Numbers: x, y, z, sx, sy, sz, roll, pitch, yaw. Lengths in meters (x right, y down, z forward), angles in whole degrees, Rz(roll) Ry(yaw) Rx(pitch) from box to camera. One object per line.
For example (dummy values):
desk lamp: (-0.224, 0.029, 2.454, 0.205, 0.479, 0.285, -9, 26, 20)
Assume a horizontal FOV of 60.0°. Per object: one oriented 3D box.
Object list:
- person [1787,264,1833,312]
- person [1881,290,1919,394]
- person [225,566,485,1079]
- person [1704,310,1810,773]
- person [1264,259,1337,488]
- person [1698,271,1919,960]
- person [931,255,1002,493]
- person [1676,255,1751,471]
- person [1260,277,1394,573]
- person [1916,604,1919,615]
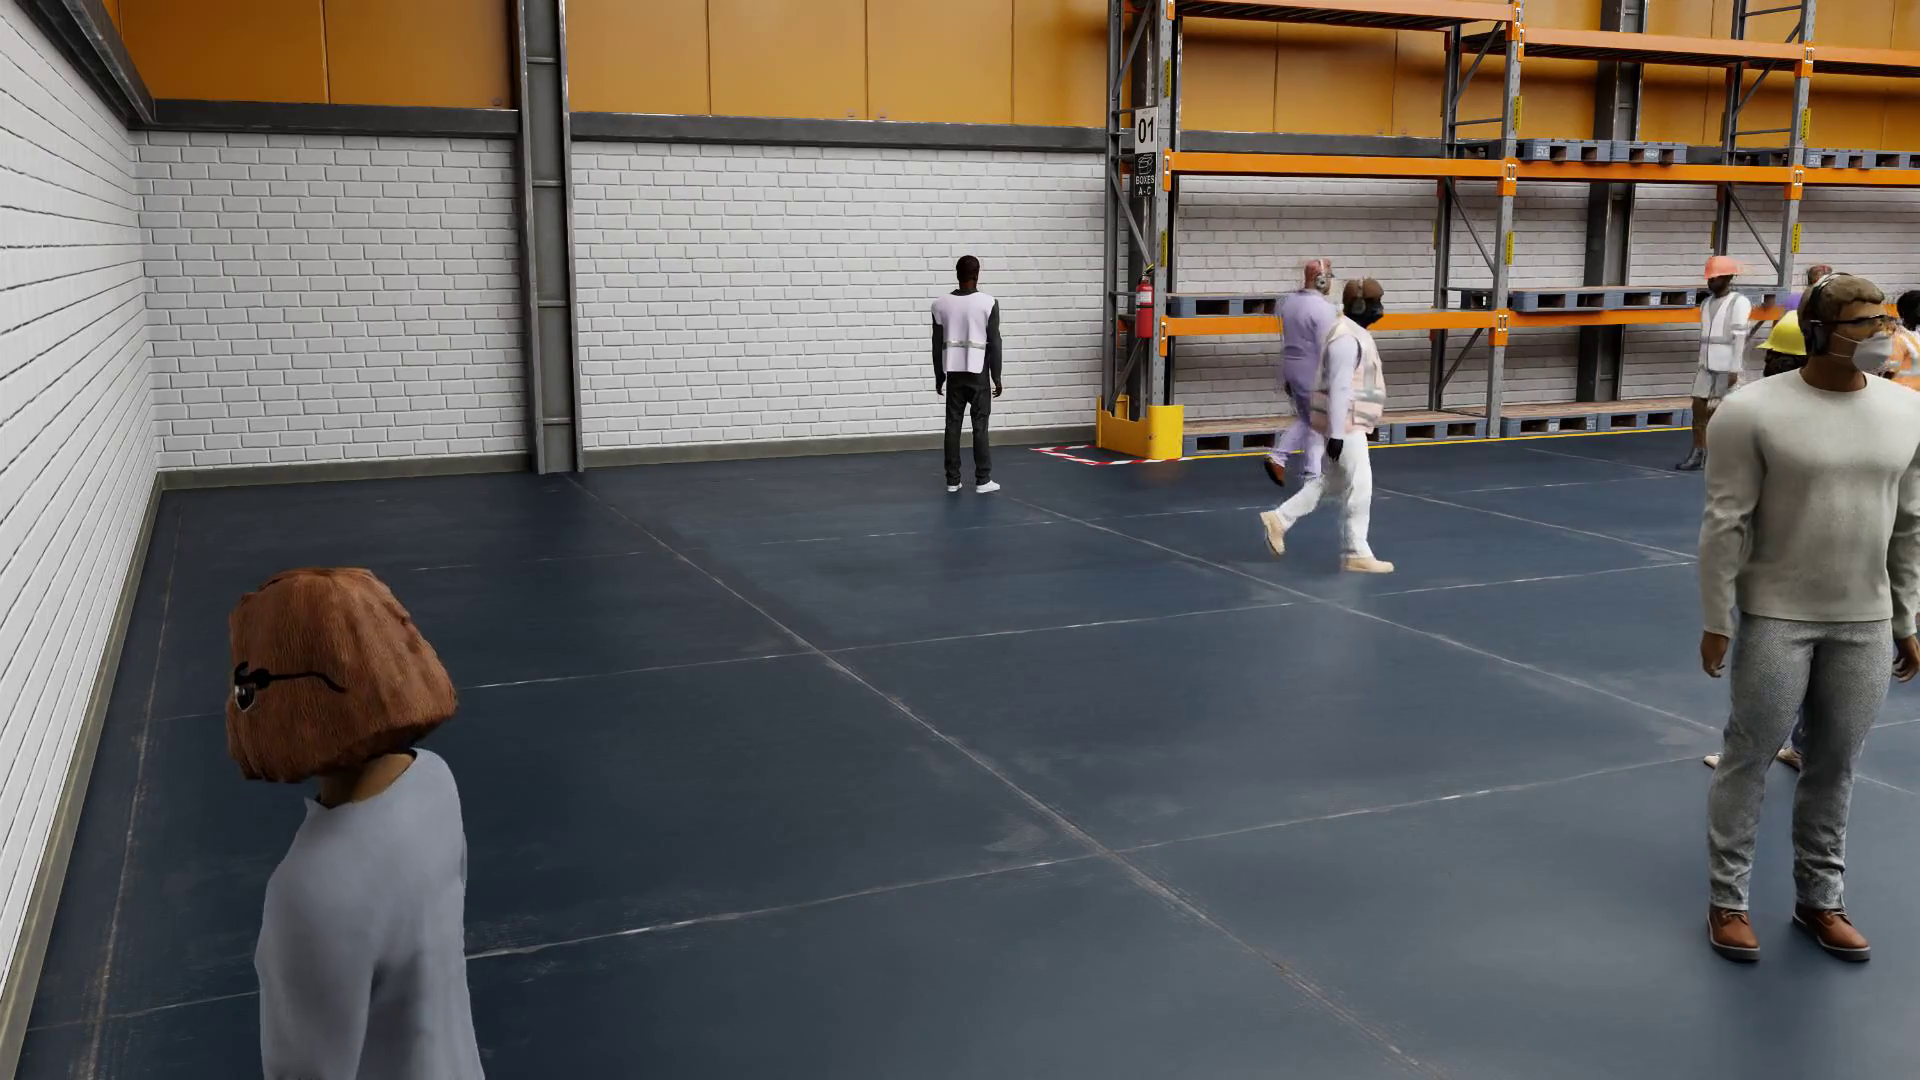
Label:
person: (8.346, -1.806, 16.382, 0.936, 1.809, 0.581, -3, 11, -17)
person: (7.354, -1.126, 13.017, 0.860, 1.656, 0.534, 10, 14, 44)
person: (-0.748, 0.837, 2.148, 0.271, 1.627, 0.500, 0, 10, -1)
person: (3.097, 0.030, 6.252, 0.525, 1.772, 0.301, -2, 10, -13)
person: (2.774, -1.289, 13.257, 0.492, 1.887, 0.662, -3, 11, -18)
person: (2.394, 0.226, 4.681, 0.635, 1.939, 0.361, 0, 10, 0)
person: (0.057, -1.333, 13.442, 0.587, 1.915, 0.391, 4, 11, 19)
person: (6.791, -1.564, 14.748, 0.823, 1.910, 0.547, -4, 11, -22)
person: (2.285, -0.708, 10.266, 0.785, 1.817, 0.641, 4, 11, 19)
person: (5.467, -0.477, 8.618, 1.016, 1.952, 0.627, 0, 10, -1)
